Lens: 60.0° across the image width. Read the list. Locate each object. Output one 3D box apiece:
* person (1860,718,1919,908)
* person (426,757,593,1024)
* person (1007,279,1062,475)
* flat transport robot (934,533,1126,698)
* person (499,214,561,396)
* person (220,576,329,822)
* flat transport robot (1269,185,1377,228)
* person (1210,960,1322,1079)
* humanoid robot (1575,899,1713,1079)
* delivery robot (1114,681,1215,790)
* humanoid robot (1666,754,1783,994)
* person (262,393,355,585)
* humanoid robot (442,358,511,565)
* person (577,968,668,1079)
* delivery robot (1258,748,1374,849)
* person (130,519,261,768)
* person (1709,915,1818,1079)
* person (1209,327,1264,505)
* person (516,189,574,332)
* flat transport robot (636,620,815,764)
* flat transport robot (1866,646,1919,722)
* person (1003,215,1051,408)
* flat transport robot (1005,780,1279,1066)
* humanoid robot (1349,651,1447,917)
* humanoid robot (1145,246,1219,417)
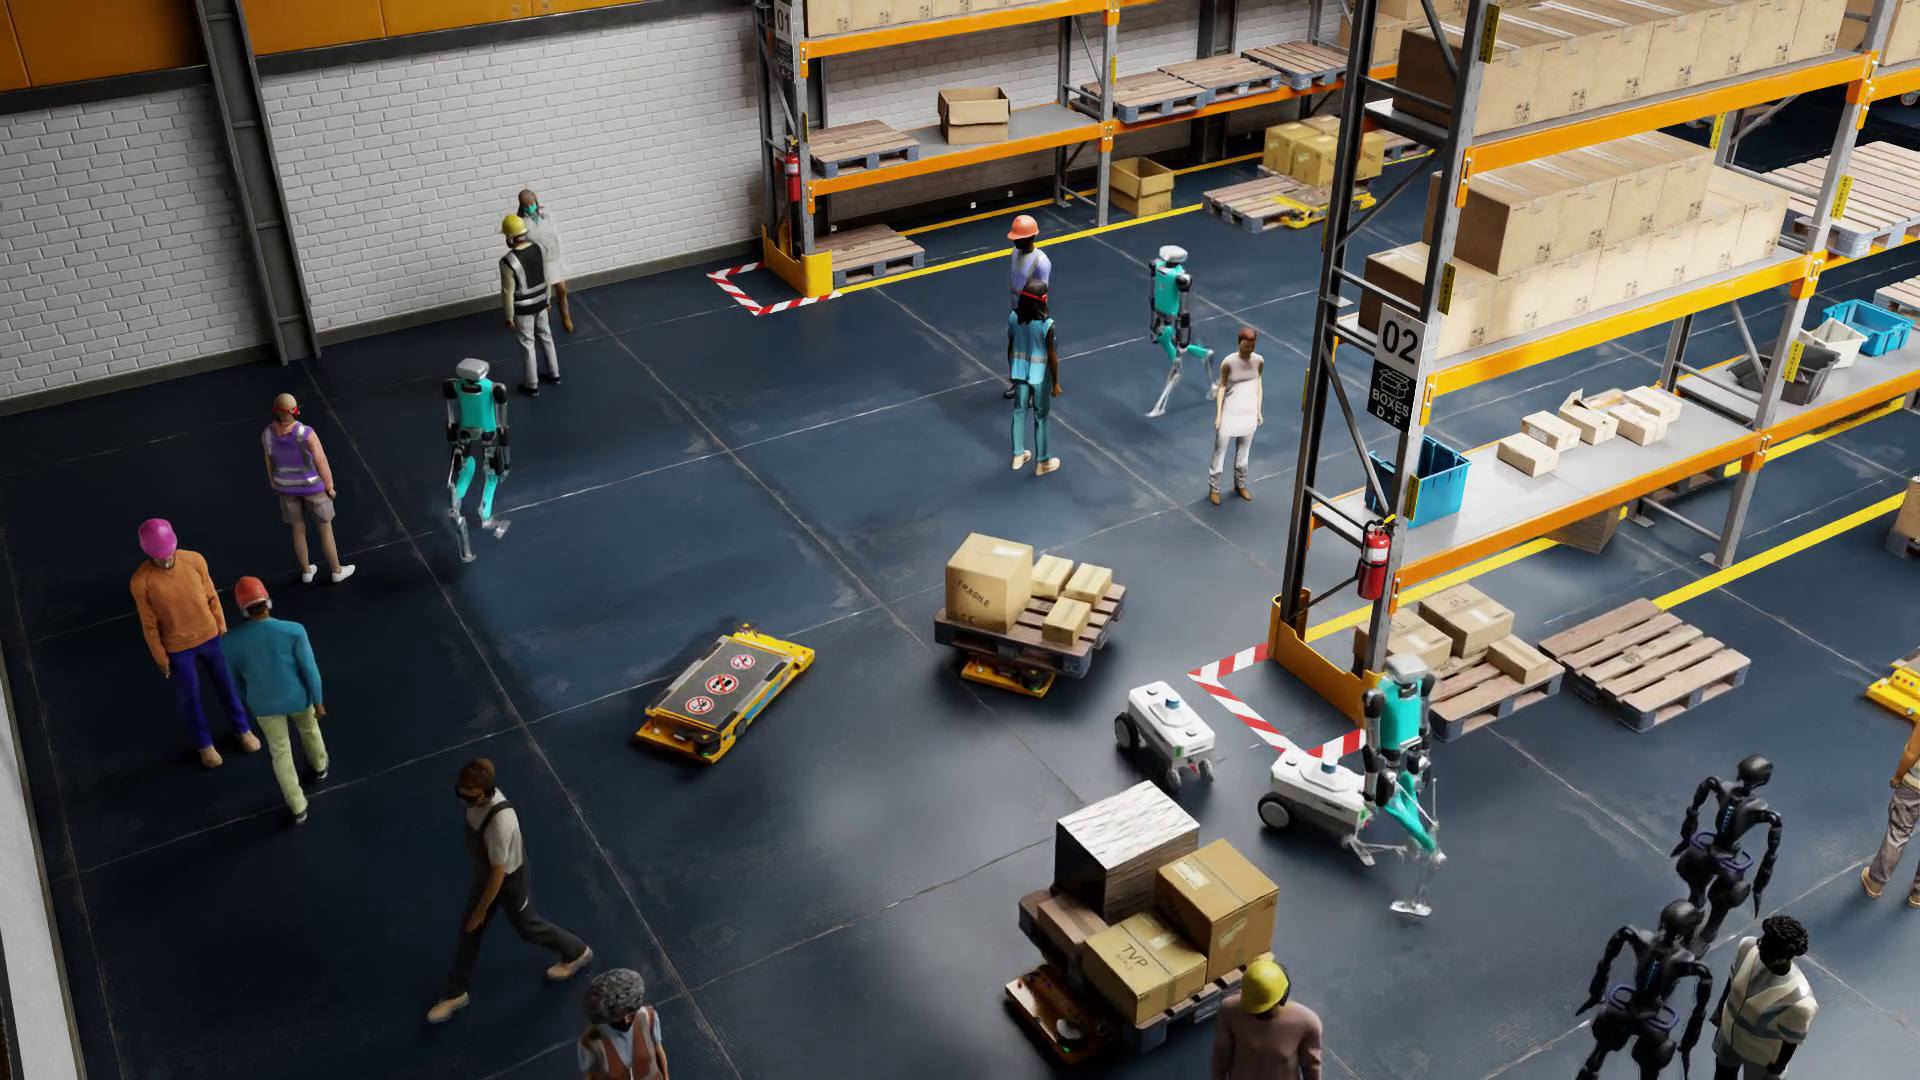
[{"bbox_3d":[6.004,1.517,10.245,0.462,1.777,0.307,13,34,20],"label":"person"},{"bbox_3d":[-2.674,1.961,9.540,0.996,1.767,0.493,-25,40,-34],"label":"person"},{"bbox_3d":[0.657,-1.452,14.898,0.514,1.866,0.392,19,37,27],"label":"person"},{"bbox_3d":[0.586,0.701,12.965,0.659,0.231,1.431,13,34,20],"label":"flat transport robot"},{"bbox_3d":[-4.247,-2.315,16.316,0.404,1.823,0.596,18,36,26],"label":"person"},{"bbox_3d":[-4.535,1.013,11.113,0.568,1.703,0.801,-9,33,-14],"label":"person"},{"bbox_3d":[4.491,-4.224,20.820,1.431,0.231,0.659,-21,38,-29],"label":"flat transport robot"},{"bbox_3d":[1.507,2.750,8.306,0.542,1.738,0.378,10,33,15],"label":"person"},{"bbox_3d":[3.539,2.541,8.704,0.616,1.637,0.394,23,39,32],"label":"humanoid robot"},{"bbox_3d":[1.466,1.332,11.708,0.499,0.613,0.811,-14,35,-21],"label":"delivery robot"},{"bbox_3d":[4.392,1.925,9.716,0.713,1.630,0.587,-23,39,-32],"label":"humanoid robot"},{"bbox_3d":[-5.283,-0.403,13.384,0.494,1.692,0.341,1,32,2],"label":"person"},{"bbox_3d":[-3.990,-0.542,13.627,0.557,1.765,1.058,3,32,5],"label":"humanoid robot"},{"bbox_3d":[-1.686,2.764,8.349,0.450,1.679,0.453,-17,36,-25],"label":"person"},{"bbox_3d":[2.416,1.690,11.119,0.767,0.595,0.517,21,38,29],"label":"delivery robot"},{"bbox_3d":[-5.274,0.691,11.387,0.515,1.972,0.405,-26,40,-35],"label":"person"},{"bbox_3d":[4.106,2.587,8.622,0.320,1.693,0.534,-9,33,-14],"label":"person"},{"bbox_3d":[2.422,-1.089,14.511,0.438,1.658,0.285,-8,33,-12],"label":"person"},{"bbox_3d":[-4.386,-2.889,17.390,0.513,1.648,0.347,-17,36,-25],"label":"person"},{"bbox_3d":[-1.720,1.106,12.320,0.659,0.231,1.431,15,35,22],"label":"flat transport robot"},{"bbox_3d":[7.510,1.013,12.468,1.431,0.231,0.659,-21,38,-29],"label":"flat transport robot"},{"bbox_3d":[0.632,-2.210,16.050,0.382,1.932,0.540,-20,37,-29],"label":"person"},{"bbox_3d":[1.043,2.578,9.972,1.431,0.231,0.659,-19,37,-27],"label":"flat transport robot"},{"bbox_3d":[2.830,1.587,10.206,0.540,1.747,1.015,-18,37,-27],"label":"humanoid robot"},{"bbox_3d":[2.248,-2.052,16.000,0.954,1.763,0.542,-19,37,-27],"label":"humanoid robot"}]
